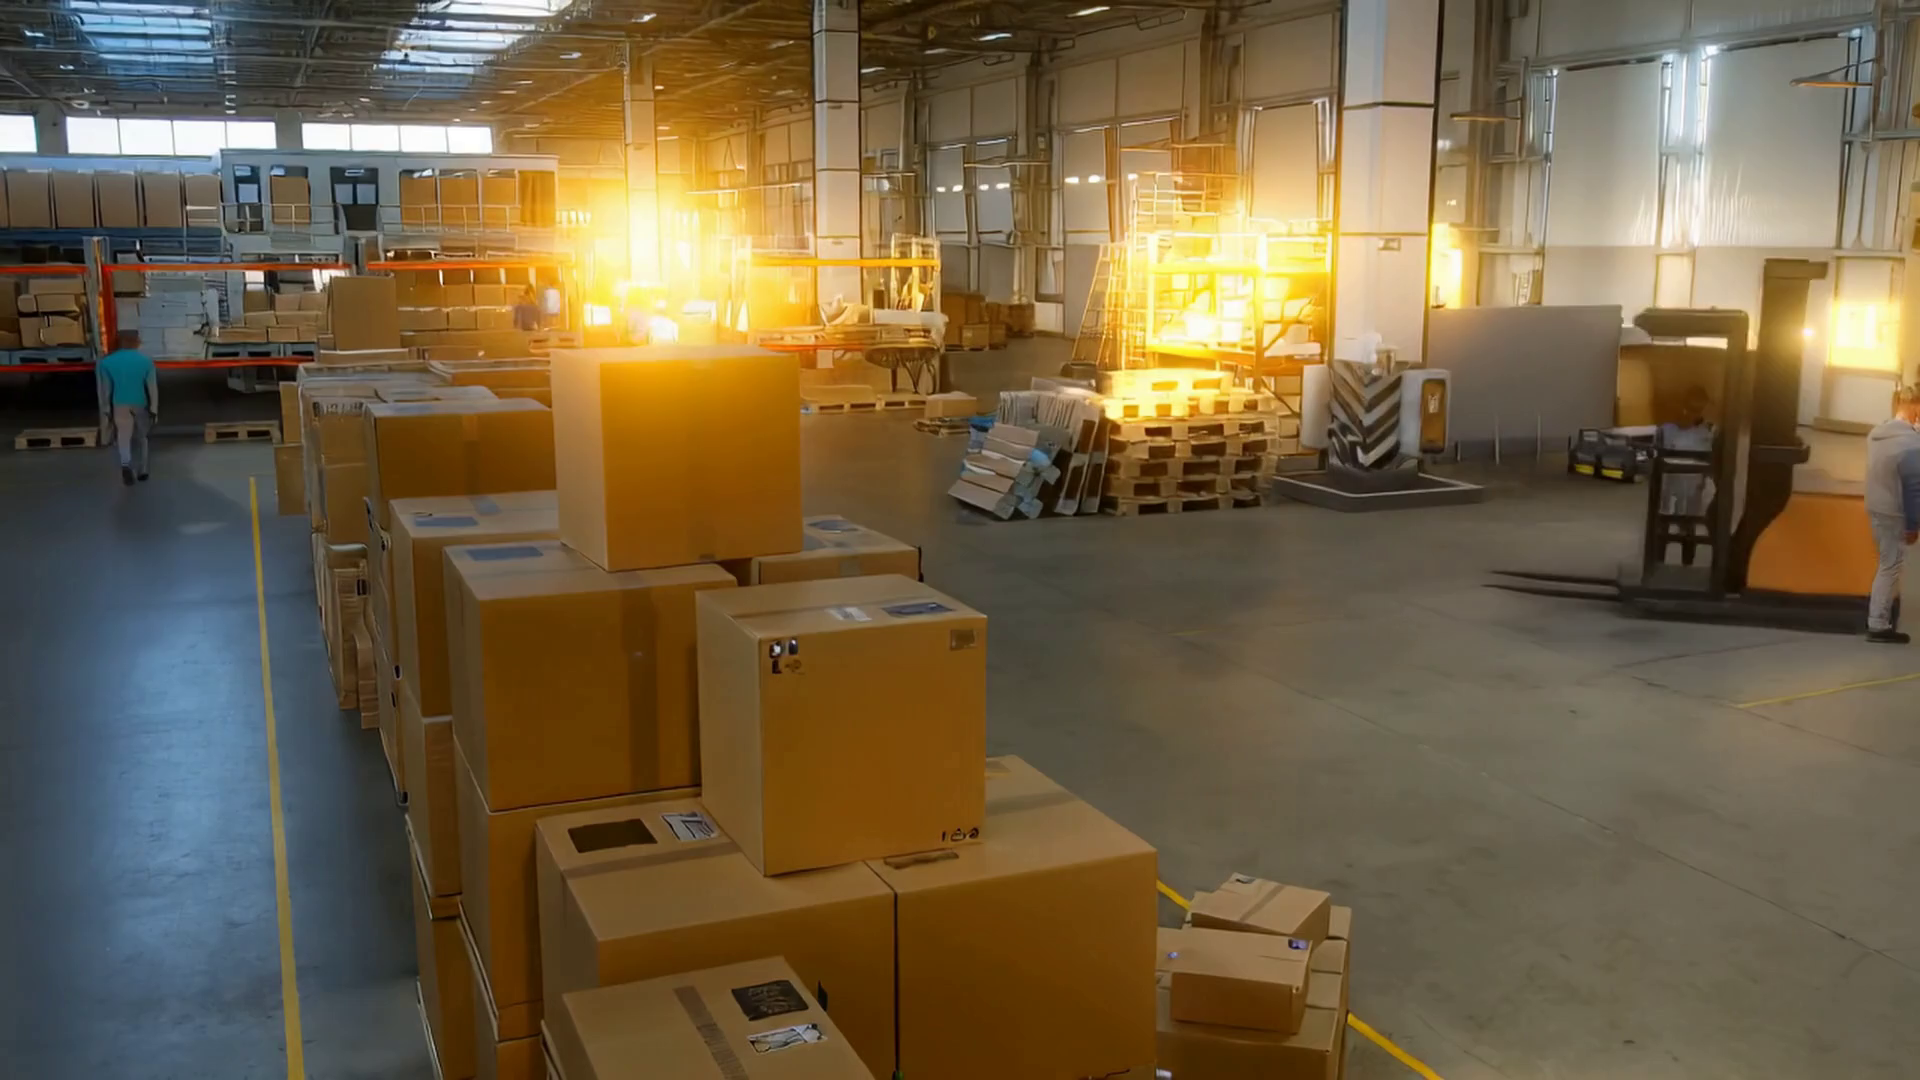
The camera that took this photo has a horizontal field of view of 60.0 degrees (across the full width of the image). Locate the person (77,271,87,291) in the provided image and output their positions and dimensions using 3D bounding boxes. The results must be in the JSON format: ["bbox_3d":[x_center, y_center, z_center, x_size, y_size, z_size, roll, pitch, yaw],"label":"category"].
[{"bbox_3d":[-28.948,-7.915,54.849,0.390,1.958,0.601,-10,14,-43],"label":"person"}]

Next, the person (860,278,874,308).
[{"bbox_3d":[-2.632,-6.286,45.997,0.610,1.907,0.551,3,11,16],"label":"person"}]

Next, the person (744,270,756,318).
[{"bbox_3d":[-7.929,-9.280,62.708,0.430,1.841,0.624,5,12,27],"label":"person"}]

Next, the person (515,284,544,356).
[{"bbox_3d":[-10.191,-5.103,39.497,0.793,1.911,0.654,6,12,29],"label":"person"}]

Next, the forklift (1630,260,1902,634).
[{"bbox_3d":[6.407,-0.794,13.062,1.873,2.768,1.129,5,11,25],"label":"forklift"}]

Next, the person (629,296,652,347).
[{"bbox_3d":[-6.476,-4.122,34.329,0.735,1.819,0.665,-7,12,-32],"label":"person"}]

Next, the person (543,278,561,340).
[{"bbox_3d":[-11.453,-6.395,46.640,0.579,1.909,0.685,3,11,18],"label":"person"}]

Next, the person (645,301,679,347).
[{"bbox_3d":[-5.356,-3.363,29.964,0.599,1.875,0.960,-1,10,-6],"label":"person"}]

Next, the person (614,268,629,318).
[{"bbox_3d":[-12.807,-9.377,63.149,0.590,1.857,0.747,1,10,8],"label":"person"}]

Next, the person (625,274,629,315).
[{"bbox_3d":[-12.806,-9.741,64.965,0.609,1.940,0.414,2,11,12],"label":"person"}]

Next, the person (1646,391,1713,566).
[{"bbox_3d":[6.215,-0.447,14.413,0.317,1.695,0.540,-10,14,-43],"label":"person"}]

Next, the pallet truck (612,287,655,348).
[{"bbox_3d":[-6.464,-4.406,35.401,0.823,1.965,1.885,6,12,32],"label":"pallet truck"}]

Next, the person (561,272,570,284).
[{"bbox_3d":[-15.003,-9.330,63.243,0.318,1.742,0.492,2,11,12],"label":"person"}]

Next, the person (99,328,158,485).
[{"bbox_3d":[-10.101,-1.612,20.248,0.634,1.917,0.819,-4,11,-20],"label":"person"}]

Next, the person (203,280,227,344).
[{"bbox_3d":[-21.300,-6.517,47.538,0.952,1.818,0.521,9,14,42],"label":"person"}]

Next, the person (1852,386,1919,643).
[{"bbox_3d":[6.929,-0.186,12.356,0.387,1.927,0.639,0,10,0],"label":"person"}]
